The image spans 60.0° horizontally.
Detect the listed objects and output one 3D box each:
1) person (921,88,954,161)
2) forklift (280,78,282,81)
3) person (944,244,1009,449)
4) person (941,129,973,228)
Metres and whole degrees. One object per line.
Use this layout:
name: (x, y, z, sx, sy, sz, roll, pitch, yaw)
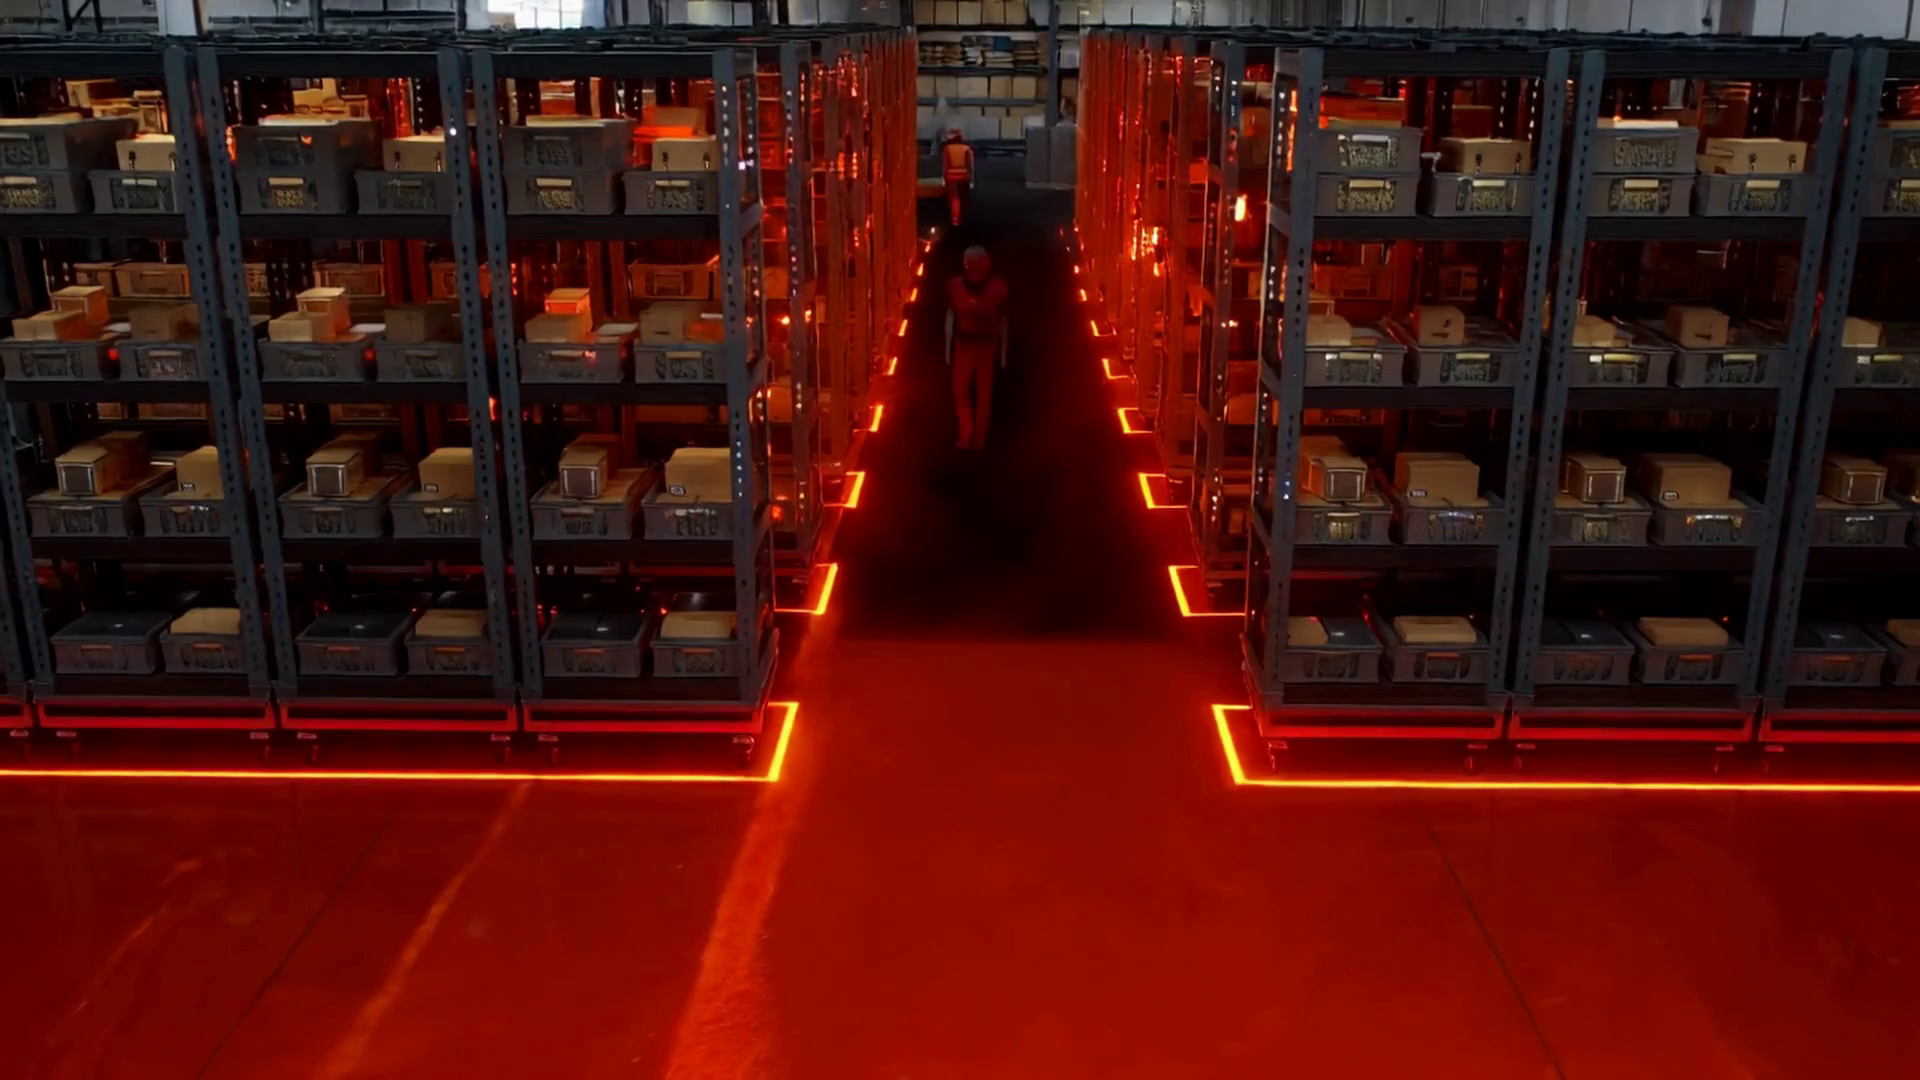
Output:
person: (-0.504, -11.222, 44.953, 1.026, 1.943, 0.618, 0, 17, 0)
forklift: (-17.764, -11.124, 43.090, 1.873, 2.768, 1.129, 0, 17, 1)
person: (0.136, -1.709, 14.796, 0.595, 1.831, 0.531, 3, 18, 9)
person: (-0.054, -6.683, 30.753, 0.596, 1.787, 0.919, -1, 17, -4)
